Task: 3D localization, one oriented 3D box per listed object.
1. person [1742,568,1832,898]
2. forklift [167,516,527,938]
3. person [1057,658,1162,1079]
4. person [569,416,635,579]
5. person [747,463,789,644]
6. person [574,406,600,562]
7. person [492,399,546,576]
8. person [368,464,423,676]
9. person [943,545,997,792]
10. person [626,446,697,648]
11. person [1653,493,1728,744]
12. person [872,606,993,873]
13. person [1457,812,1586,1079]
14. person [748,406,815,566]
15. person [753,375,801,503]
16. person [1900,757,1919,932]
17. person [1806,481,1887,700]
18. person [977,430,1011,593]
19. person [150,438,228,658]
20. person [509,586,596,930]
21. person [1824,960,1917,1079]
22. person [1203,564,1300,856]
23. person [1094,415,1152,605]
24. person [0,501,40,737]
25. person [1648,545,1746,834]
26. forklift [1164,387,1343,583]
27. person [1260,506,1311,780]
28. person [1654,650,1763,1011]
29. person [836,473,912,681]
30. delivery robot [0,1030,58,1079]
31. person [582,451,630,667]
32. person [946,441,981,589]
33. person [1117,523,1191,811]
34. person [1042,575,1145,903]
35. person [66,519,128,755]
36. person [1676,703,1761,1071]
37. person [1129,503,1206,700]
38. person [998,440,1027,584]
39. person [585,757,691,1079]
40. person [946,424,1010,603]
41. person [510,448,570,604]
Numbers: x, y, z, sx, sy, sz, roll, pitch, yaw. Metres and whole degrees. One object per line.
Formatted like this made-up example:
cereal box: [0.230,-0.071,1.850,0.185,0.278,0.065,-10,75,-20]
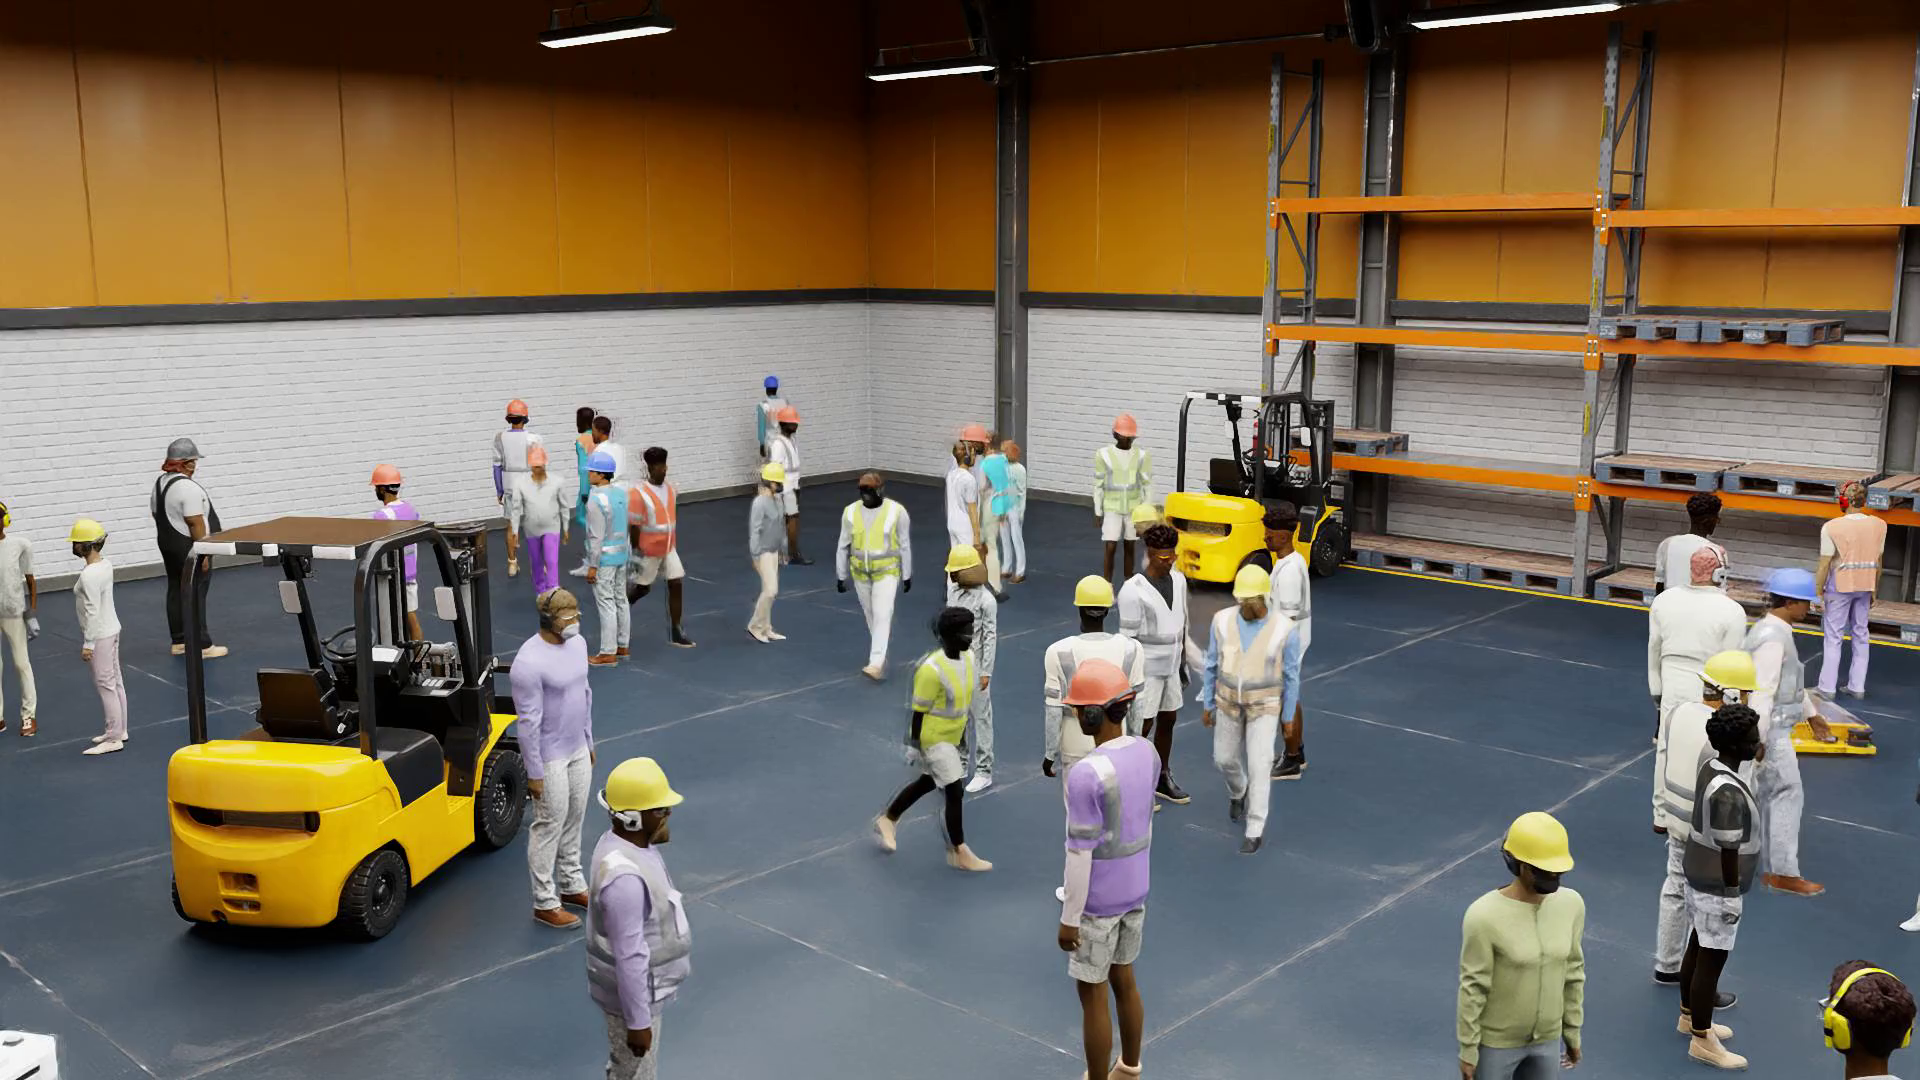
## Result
person: [4.792,1.103,9.824,0.677,1.913,0.632,4,11,22]
forklift: [-3.583,0.976,9.748,1.214,2.155,2.313,2,10,11]
person: [0.612,1.512,7.187,0.410,2.030,0.611,7,12,35]
person: [-3.992,-0.481,18.964,0.989,1.877,0.608,1,10,6]
person: [-1.805,0.127,15.836,0.411,1.743,0.553,3,10,15]
person: [-4.354,-0.643,19.821,0.484,1.901,0.592,4,11,21]
person: [-5.044,-0.595,19.115,0.607,2.048,0.370,0,10,2]
person: [-4.867,0.311,14.279,0.383,1.933,0.552,2,10,12]
person: [0.038,0.883,11.591,0.311,1.735,0.484,-9,13,-42]
person: [-2.943,0.047,15.785,0.933,1.928,0.596,7,12,34]
person: [5.486,0.612,12.470,0.361,1.963,0.612,-4,11,-23]
person: [-0.202,1.179,10.155,0.837,1.647,0.536,5,11,26]
person: [2.066,1.835,6.109,0.527,1.760,0.345,-3,11,-18]
person: [-2.144,-0.649,19.789,0.769,1.921,0.546,1,10,8]
person: [-2.717,-1.485,24.605,0.620,1.908,0.989,-7,12,-35]
person: [5.434,1.386,8.990,0.312,1.642,0.512,-6,12,-30]
person: [7.407,0.434,13.866,0.560,1.836,0.394,-1,10,-7]
person: [0.280,-0.275,17.904,0.510,1.825,0.612,4,11,23]
person: [-7.105,0.066,15.371,0.684,2.000,0.536,8,13,37]
person: [-2.235,1.198,9.253,0.382,1.930,0.636,3,10,18]
person: [2.414,2.059,4.550,0.510,1.861,0.324,-2,10,-11]
person: [1.840,1.031,10.538,0.613,1.817,0.681,5,11,28]
person: [1.743,-0.320,17.634,0.623,2.026,0.449,-1,10,-8]
person: [-7.382,0.603,12.820,0.518,1.865,0.327,-2,10,-11]
person: [4.696,0.975,10.574,0.400,1.910,0.643,-6,12,-32]
forklift: [3.298,-0.608,18.767,1.214,2.155,2.313,9,13,42]
person: [2.306,0.728,11.858,0.378,1.955,0.602,3,10,15]
person: [3.710,1.432,8.239,0.403,1.817,0.601,-2,10,-10]
person: [-0.803,0.328,14.532,0.646,1.801,0.938,4,11,19]
delivery robot: [-4.064,2.265,6.808,0.477,0.478,0.707,2,10,13]
person: [-3.188,0.168,15.039,0.375,1.950,0.615,3,10,15]
person: [0.052,-0.079,16.752,0.345,1.847,0.508,-6,12,-30]
person: [1.316,0.849,11.178,0.615,1.952,0.386,-9,13,-42]
person: [0.751,1.153,9.504,0.594,1.924,0.382,-2,10,-13]
person: [-6.456,0.717,12.444,0.309,1.769,0.525,-3,10,-15]
person: [3.528,1.582,7.717,0.318,1.697,0.535,3,10,14]
person: [1.745,0.520,13.855,0.948,1.671,0.495,1,10,5]
person: [0.567,-0.321,18.763,0.278,1.628,0.505,-7,12,-35]
person: [-1.245,1.732,6.472,0.404,1.833,0.591,-2,10,-12]
person: [0.207,-0.265,17.626,0.811,1.906,0.566,0,10,3]
person: [-4.381,-0.115,17.355,0.593,1.698,0.903,-2,10,-10]
